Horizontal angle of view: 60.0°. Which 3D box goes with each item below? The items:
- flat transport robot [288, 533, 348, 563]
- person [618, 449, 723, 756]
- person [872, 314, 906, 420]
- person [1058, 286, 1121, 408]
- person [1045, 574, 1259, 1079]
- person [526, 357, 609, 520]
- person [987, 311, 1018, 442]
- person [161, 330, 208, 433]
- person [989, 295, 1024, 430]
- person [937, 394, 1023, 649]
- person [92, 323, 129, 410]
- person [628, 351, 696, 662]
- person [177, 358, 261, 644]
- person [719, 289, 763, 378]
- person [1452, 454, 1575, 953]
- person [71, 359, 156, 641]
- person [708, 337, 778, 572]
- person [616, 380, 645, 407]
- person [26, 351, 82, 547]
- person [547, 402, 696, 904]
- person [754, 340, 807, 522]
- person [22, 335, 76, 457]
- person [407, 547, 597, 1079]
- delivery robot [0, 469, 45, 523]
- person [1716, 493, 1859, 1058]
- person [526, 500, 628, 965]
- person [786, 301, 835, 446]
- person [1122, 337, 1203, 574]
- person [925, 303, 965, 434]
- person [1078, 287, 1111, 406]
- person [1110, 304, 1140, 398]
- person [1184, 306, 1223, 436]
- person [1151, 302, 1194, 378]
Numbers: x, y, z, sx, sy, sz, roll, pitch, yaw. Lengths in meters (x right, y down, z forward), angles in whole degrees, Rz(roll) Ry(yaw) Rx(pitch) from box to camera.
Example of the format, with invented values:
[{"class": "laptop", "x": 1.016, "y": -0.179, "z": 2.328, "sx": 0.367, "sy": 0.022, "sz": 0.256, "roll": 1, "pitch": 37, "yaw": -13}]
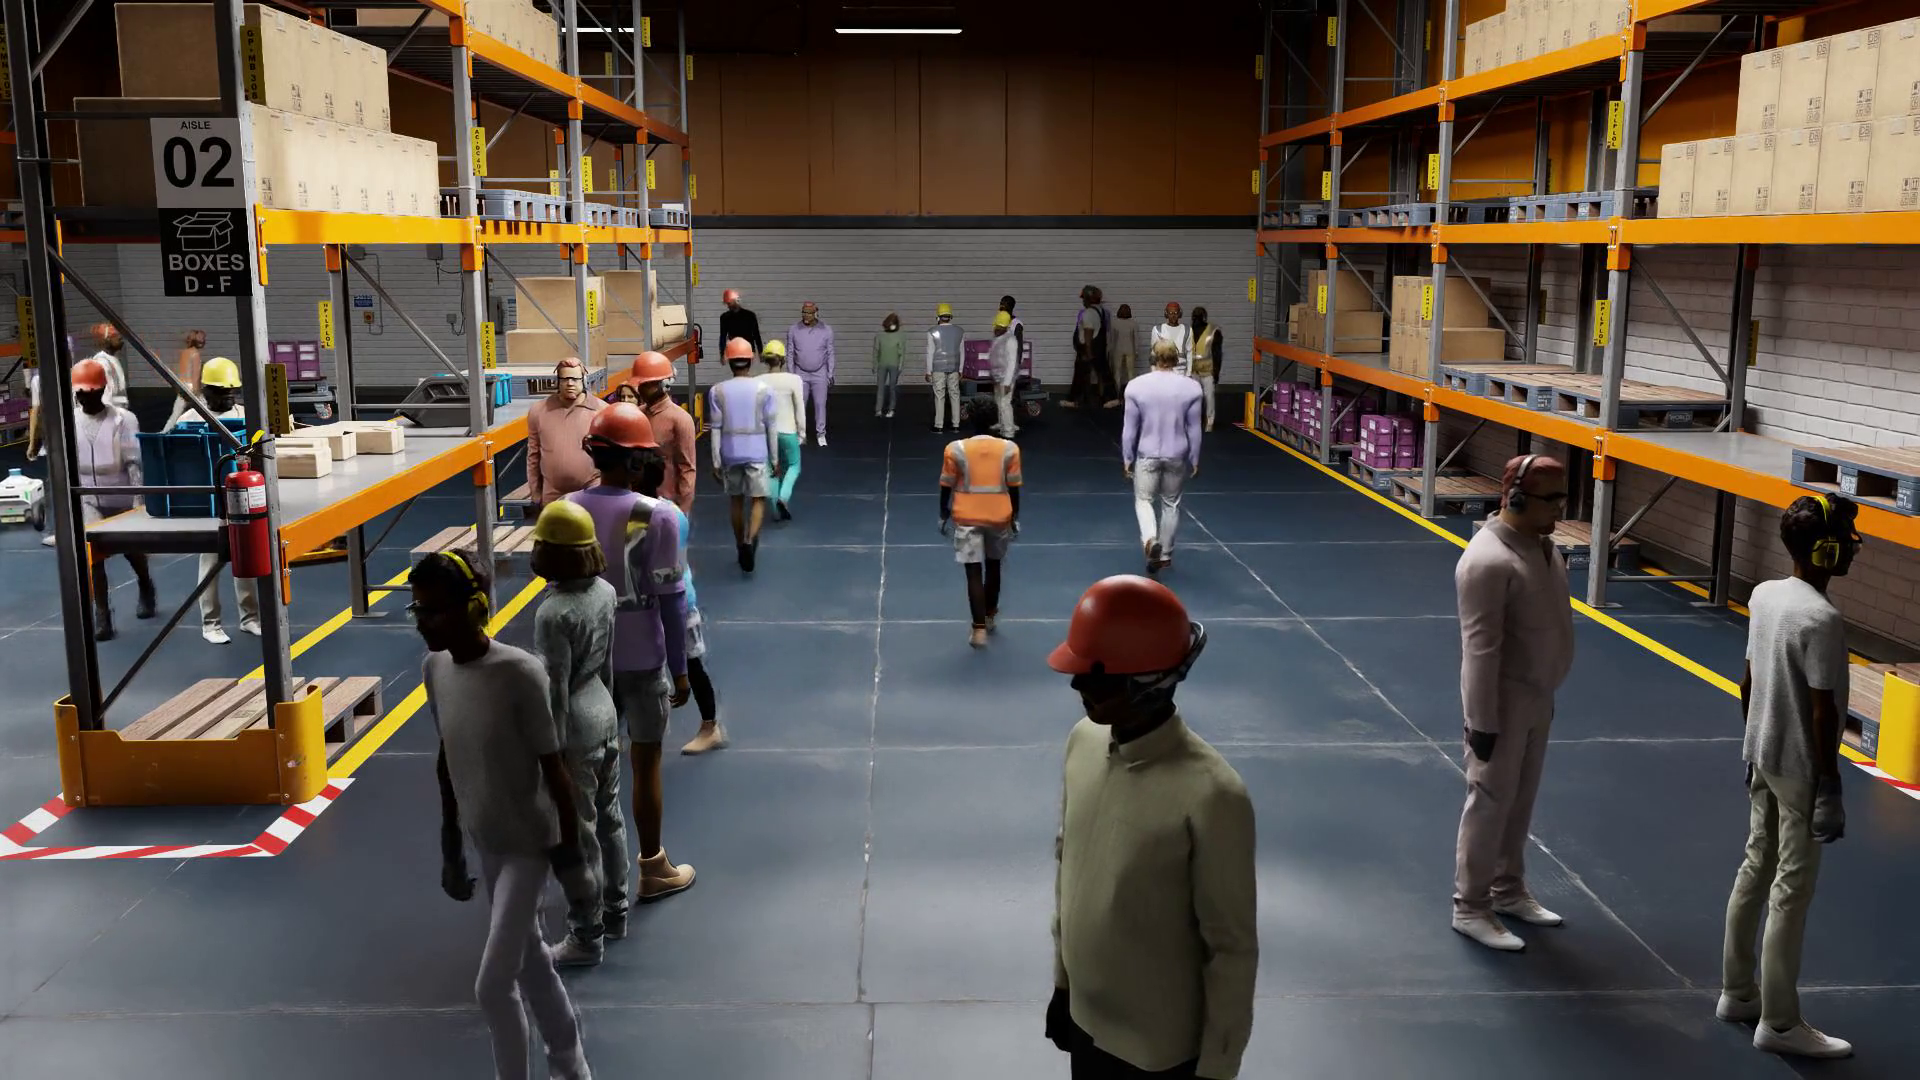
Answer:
[{"class": "flat transport robot", "x": -5.845, "y": -0.013, "z": 14.349, "sx": 1.431, "sy": 0.197, "sz": 0.652, "roll": 10, "pitch": 14, "yaw": 44}, {"class": "person", "x": -1.606, "y": 0.344, "z": 8.510, "sx": 0.874, "sy": 1.649, "sz": 0.552, "roll": -10, "pitch": 14, "yaw": -44}, {"class": "person", "x": -1.090, "y": -2.622, "z": 25.199, "sx": 0.528, "sy": 1.581, "sz": 0.835, "roll": 1, "pitch": 10, "yaw": 5}, {"class": "person", "x": 2.139, "y": -3.141, "z": 26.845, "sx": 1.055, "sy": 2.000, "sz": 0.691, "roll": 7, "pitch": 12, "yaw": 33}, {"class": "person", "x": 0.382, "y": 1.049, "z": 3.645, "sx": 0.392, "sy": 1.990, "sz": 0.612, "roll": -6, "pitch": 12, "yaw": -29}, {"class": "person", "x": -2.669, "y": -0.311, "z": 11.495, "sx": 0.642, "sy": 1.902, "sz": 0.400, "roll": 0, "pitch": 10, "yaw": -1}, {"class": "person", "x": 0.569, "y": -2.147, "z": 22.028, "sx": 0.453, "sy": 1.783, "sz": 0.692, "roll": -4, "pitch": 11, "yaw": -20}, {"class": "person", "x": -9.678, "y": -1.829, "z": 20.786, "sx": 0.560, "sy": 1.590, "sz": 0.820, "roll": 9, "pitch": 14, "yaw": 42}, {"class": "person", "x": 0.688, "y": -2.512, "z": 23.675, "sx": 0.393, "sy": 1.922, "sz": 0.591, "roll": -6, "pitch": 12, "yaw": -31}, {"class": "person", "x": 0.119, "y": -0.147, "z": 11.181, "sx": 0.552, "sy": 1.661, "sz": 0.784, "roll": -2, "pitch": 10, "yaw": -11}, {"class": "person", "x": -8.616, "y": -1.254, "z": 16.793, "sx": 0.497, "sy": 1.871, "sz": 0.612, "roll": -3, "pitch": 11, "yaw": -17}, {"class": "person", "x": -1.943, "y": -0.221, "z": 10.713, "sx": 0.609, "sy": 1.993, "sz": 0.382, "roll": 9, "pitch": 13, "yaw": 41}, {"class": "person", "x": -4.922, "y": -0.266, "z": 11.175, "sx": 0.396, "sy": 1.918, "sz": 0.588, "roll": 7, "pitch": 13, "yaw": 35}, {"class": "person", "x": -3.401, "y": -2.899, "z": 25.742, "sx": 0.639, "sy": 1.947, "sz": 0.593, "roll": 4, "pitch": 11, "yaw": 19}, {"class": "person", "x": 2.120, "y": 0.611, "z": 6.355, "sx": 0.403, "sy": 1.897, "sz": 0.652, "roll": 8, "pitch": 13, "yaw": 39}, {"class": "person", "x": -5.853, "y": -0.309, "z": 11.459, "sx": 0.563, "sy": 1.900, "sz": 0.883, "roll": -2, "pitch": 10, "yaw": -9}, {"class": "person", "x": -1.763, "y": -0.687, "z": 13.517, "sx": 0.555, "sy": 1.917, "sz": 0.807, "roll": 0, "pitch": 10, "yaw": -1}, {"class": "person", "x": -2.498, "y": -0.414, "z": 12.769, "sx": 0.524, "sy": 1.639, "sz": 0.308, "roll": 0, "pitch": 10, "yaw": 1}, {"class": "person", "x": -8.001, "y": -0.877, "z": 14.927, "sx": 0.551, "sy": 1.810, "sz": 0.866, "roll": 1, "pitch": 10, "yaw": 6}, {"class": "person", "x": -1.365, "y": 0.458, "z": 6.794, "sx": 0.614, "sy": 2.039, "sz": 0.392, "roll": 4, "pitch": 11, "yaw": 21}, {"class": "person", "x": -1.739, "y": -1.027, "z": 15.849, "sx": 0.553, "sy": 1.751, "sz": 0.427, "roll": 1, "pitch": 10, "yaw": 8}, {"class": "person", "x": -11.206, "y": -1.930, "z": 20.480, "sx": 0.612, "sy": 1.904, "sz": 0.458, "roll": -2, "pitch": 10, "yaw": -14}, {"class": "person", "x": -1.353, "y": 0.921, "z": 4.829, "sx": 0.549, "sy": 1.823, "sz": 0.707, "roll": 8, "pitch": 13, "yaw": 38}, {"class": "delivery robot", "x": -8.833, "y": -0.423, "z": 15.581, "sx": 0.477, "sy": 0.478, "sz": 0.707, "roll": -3, "pitch": 11, "yaw": -18}, {"class": "person", "x": 2.785, "y": 0.769, "z": 5.539, "sx": 0.329, "sy": 1.873, "sz": 0.516, "roll": -1, "pitch": 10, "yaw": -3}, {"class": "person", "x": -1.438, "y": 0.713, "z": 6.203, "sx": 0.290, "sy": 1.745, "sz": 0.487, "roll": 2, "pitch": 10, "yaw": 13}, {"class": "person", "x": -1.956, "y": -2.169, "z": 21.817, "sx": 0.643, "sy": 1.905, "sz": 0.399, "roll": -1, "pitch": 10, "yaw": -3}, {"class": "person", "x": 1.625, "y": -0.660, "z": 13.356, "sx": 0.647, "sy": 1.920, "sz": 0.762, "roll": 1, "pitch": 10, "yaw": 3}, {"class": "person", "x": -0.218, "y": -2.399, "z": 23.285, "sx": 0.588, "sy": 1.835, "sz": 0.403, "roll": -5, "pitch": 11, "yaw": -24}, {"class": "person", "x": 2.193, "y": -3.152, "z": 27.193, "sx": 0.549, "sy": 1.936, "sz": 0.376, "roll": 1, "pitch": 10, "yaw": 8}, {"class": "person", "x": 2.780, "y": -3.169, "z": 28.134, "sx": 0.507, "sy": 1.634, "sz": 0.280, "roll": 1, "pitch": 10, "yaw": 5}, {"class": "person", "x": 3.373, "y": -2.357, "z": 23.187, "sx": 0.635, "sy": 1.798, "sz": 0.972, "roll": 5, "pitch": 11, "yaw": 27}, {"class": "person", "x": 2.831, "y": -2.237, "z": 22.254, "sx": 0.575, "sy": 1.882, "sz": 0.362, "roll": 0, "pitch": 10, "yaw": -1}]
